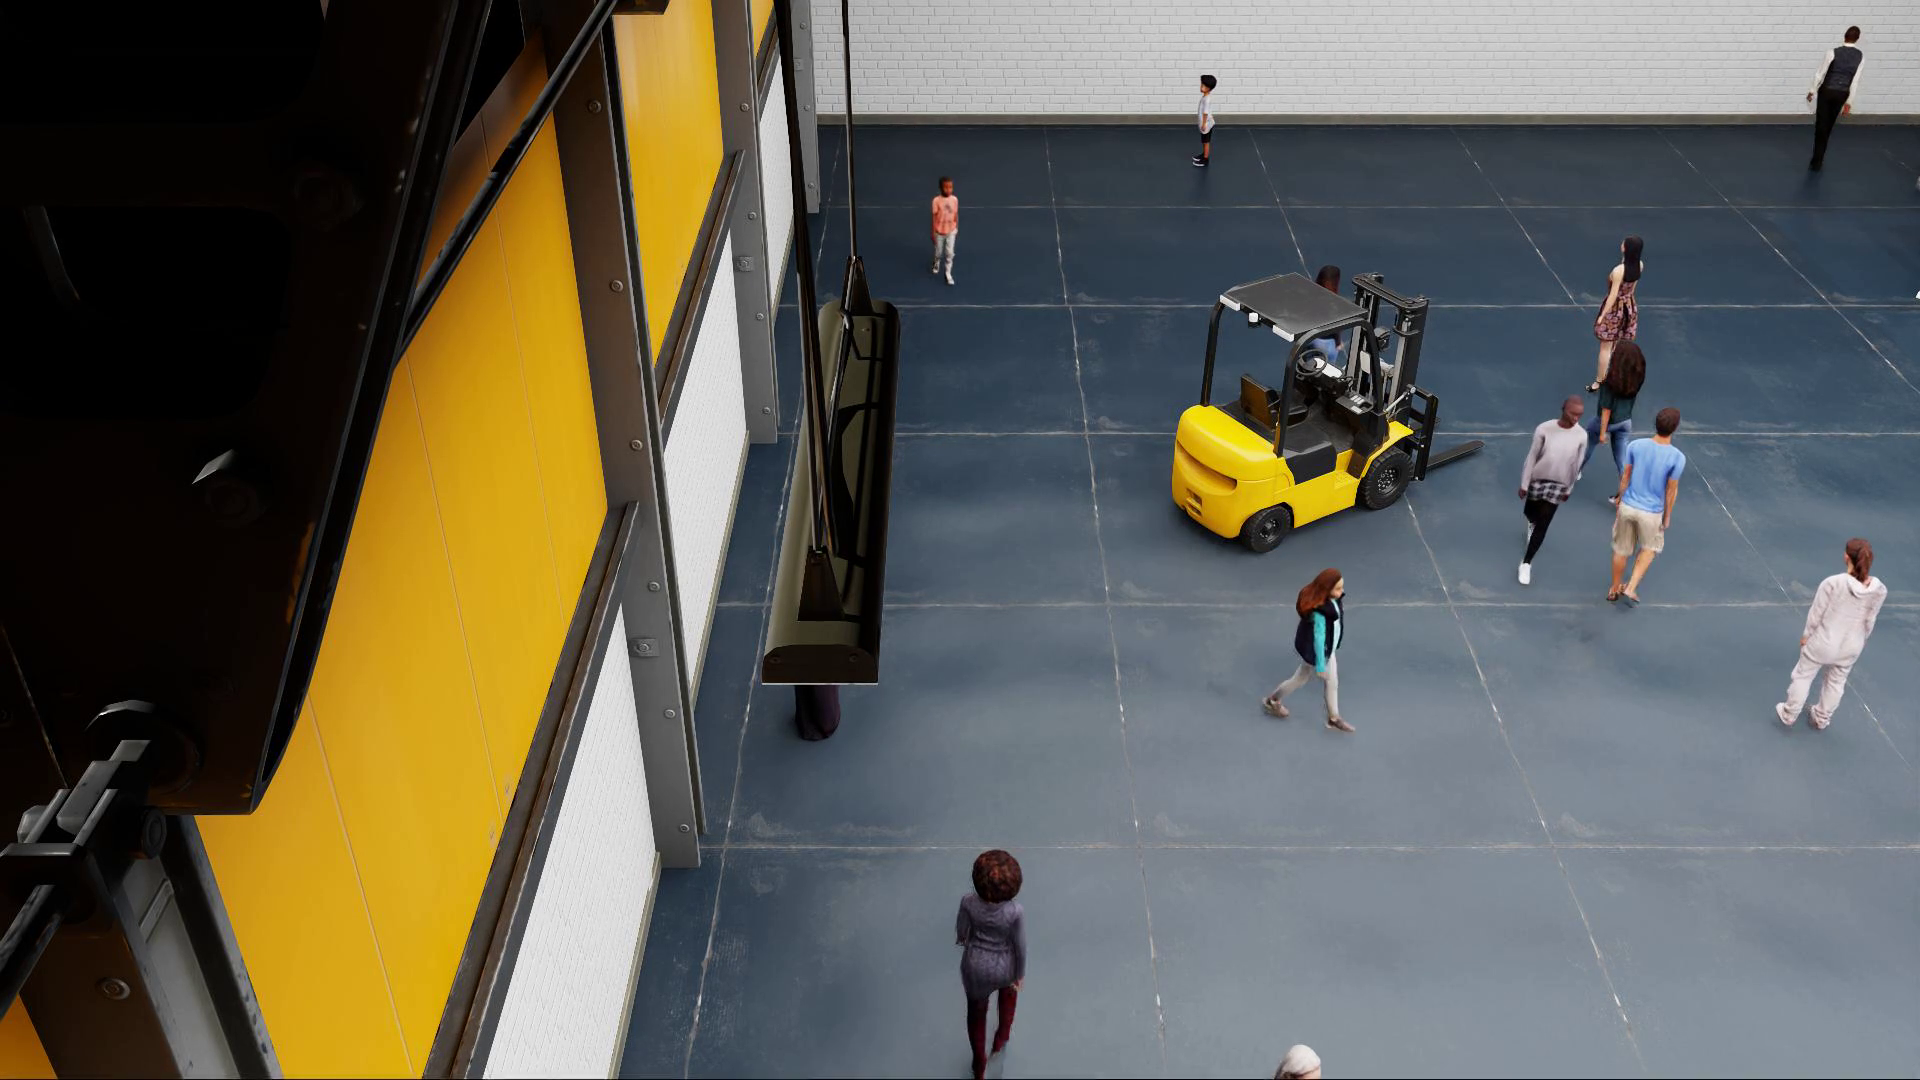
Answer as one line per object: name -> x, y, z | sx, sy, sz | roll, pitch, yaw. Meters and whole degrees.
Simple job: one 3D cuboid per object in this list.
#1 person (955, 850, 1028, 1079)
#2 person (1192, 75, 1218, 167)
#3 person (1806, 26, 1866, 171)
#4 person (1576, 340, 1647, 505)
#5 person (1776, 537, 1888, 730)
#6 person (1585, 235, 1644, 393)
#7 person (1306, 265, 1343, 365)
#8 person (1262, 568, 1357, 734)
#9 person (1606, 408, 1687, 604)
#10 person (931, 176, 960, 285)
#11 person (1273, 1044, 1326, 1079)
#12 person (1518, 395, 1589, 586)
person -> 0.168, 2.614, 9.935 | 0.655, 1.694, 0.705 | 4, 34, 6
person -> 3.408, -5.817, 23.014 | 0.557, 1.255, 0.436 | 3, 34, 5
person -> 11.938, -6.010, 22.748 | 0.921, 1.872, 1.269 | 8, 34, 12
person -> 6.156, -1.050, 15.559 | 0.793, 1.570, 1.168 | -8, 34, -12
person -> 6.716, 0.767, 12.724 | 0.688, 1.682, 0.651 | 7, 34, 10
person -> 6.837, -2.353, 17.334 | 0.801, 1.774, 0.846 | -21, 39, -28
person -> 3.698, -2.050, 17.005 | 0.792, 1.634, 0.706 | -24, 40, -31
person -> 2.690, 0.835, 12.814 | 0.930, 1.468, 1.008 | 16, 37, 23
person -> 5.735, -0.229, 14.071 | 0.820, 1.848, 0.876 | 23, 40, 30
person -> -0.202, -3.718, 19.817 | 0.575, 1.298, 0.738 | -7, 34, -11
person -> 1.660, 3.276, 8.949 | 0.881, 1.682, 1.013 | -20, 38, -27
person -> 5.158, -0.540, 14.640 | 0.872, 1.737, 1.215 | 11, 35, 16
